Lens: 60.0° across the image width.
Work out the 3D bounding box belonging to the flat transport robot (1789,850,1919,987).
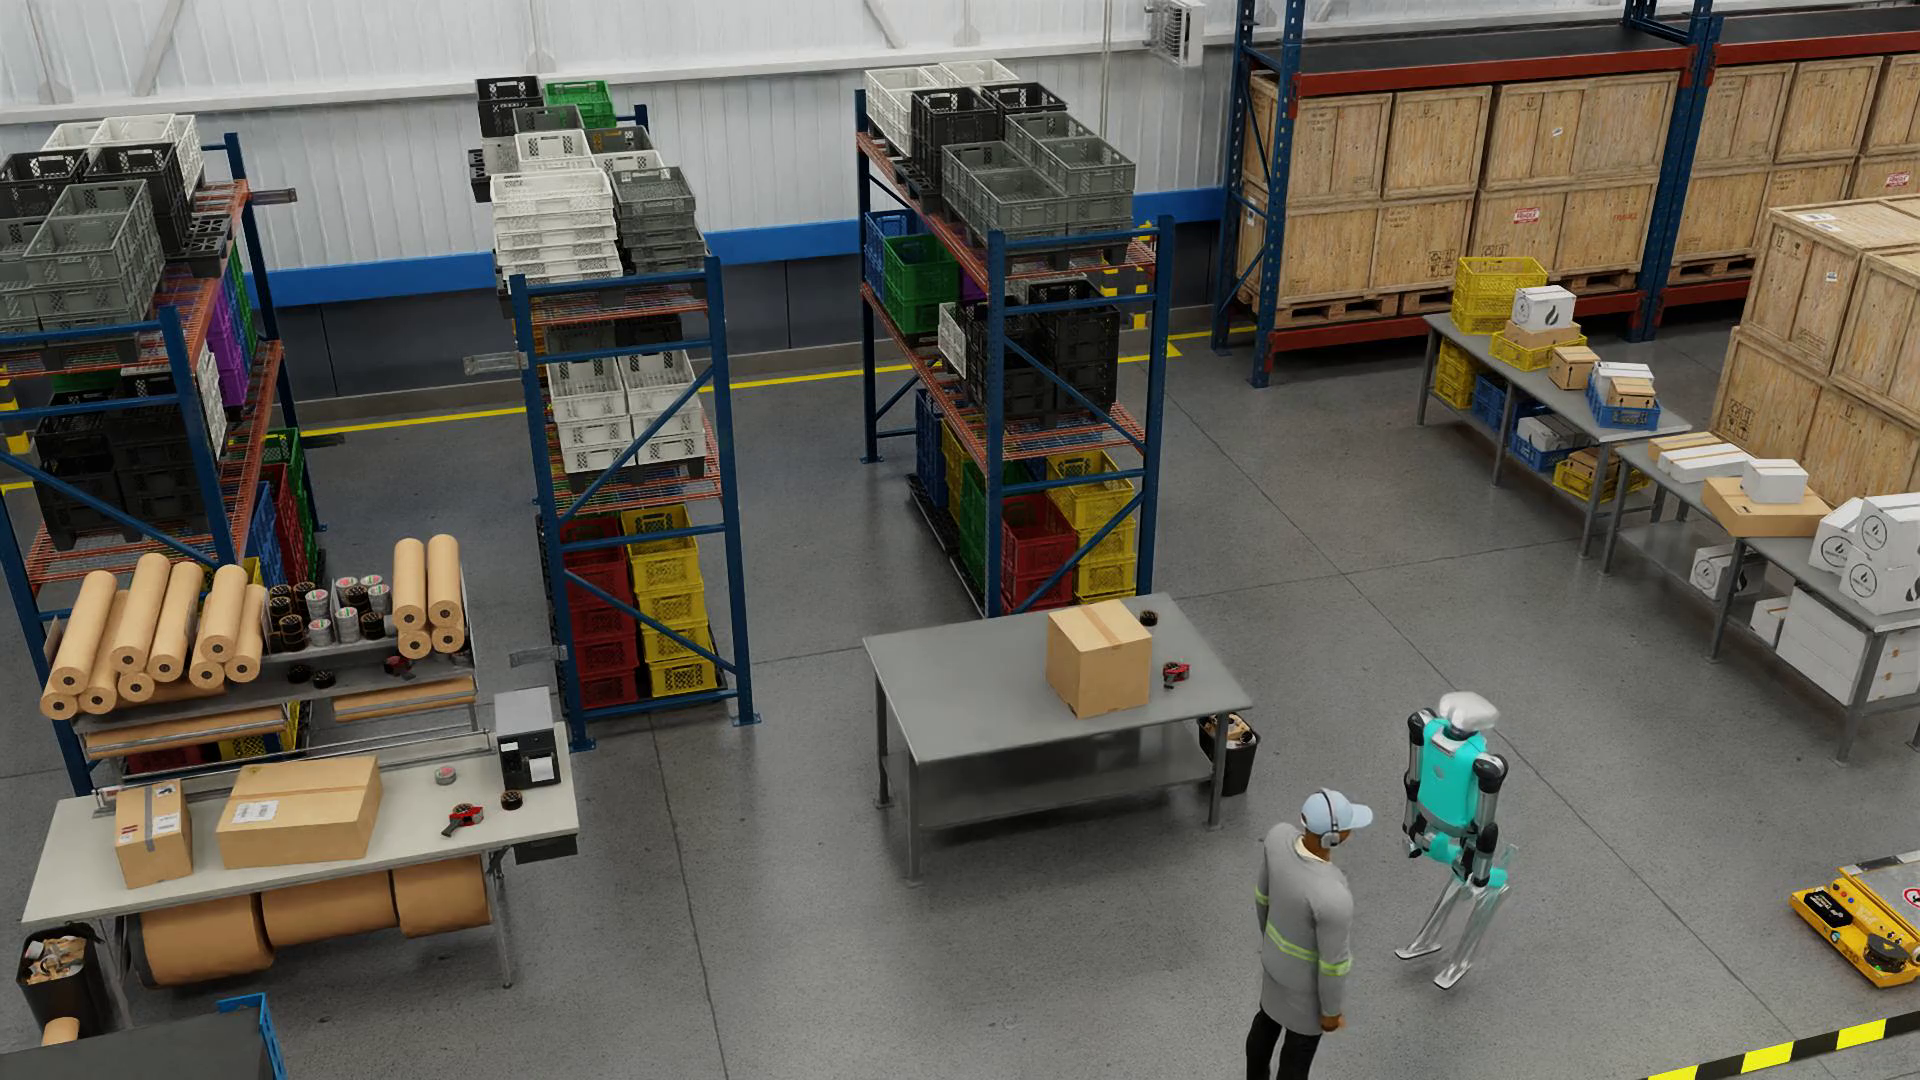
[{"bbox_3d":[5.163,1.916,8.676,1.431,0.231,0.659,-8,30,-14],"label":"flat transport robot"}]

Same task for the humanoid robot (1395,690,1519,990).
[{"bbox_3d":[2.466,1.386,7.975,0.735,1.677,0.533,-17,33,-28],"label":"humanoid robot"}]

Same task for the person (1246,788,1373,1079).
[{"bbox_3d":[1.495,1.832,7.185,0.401,1.851,0.590,-10,30,-18],"label":"person"}]
